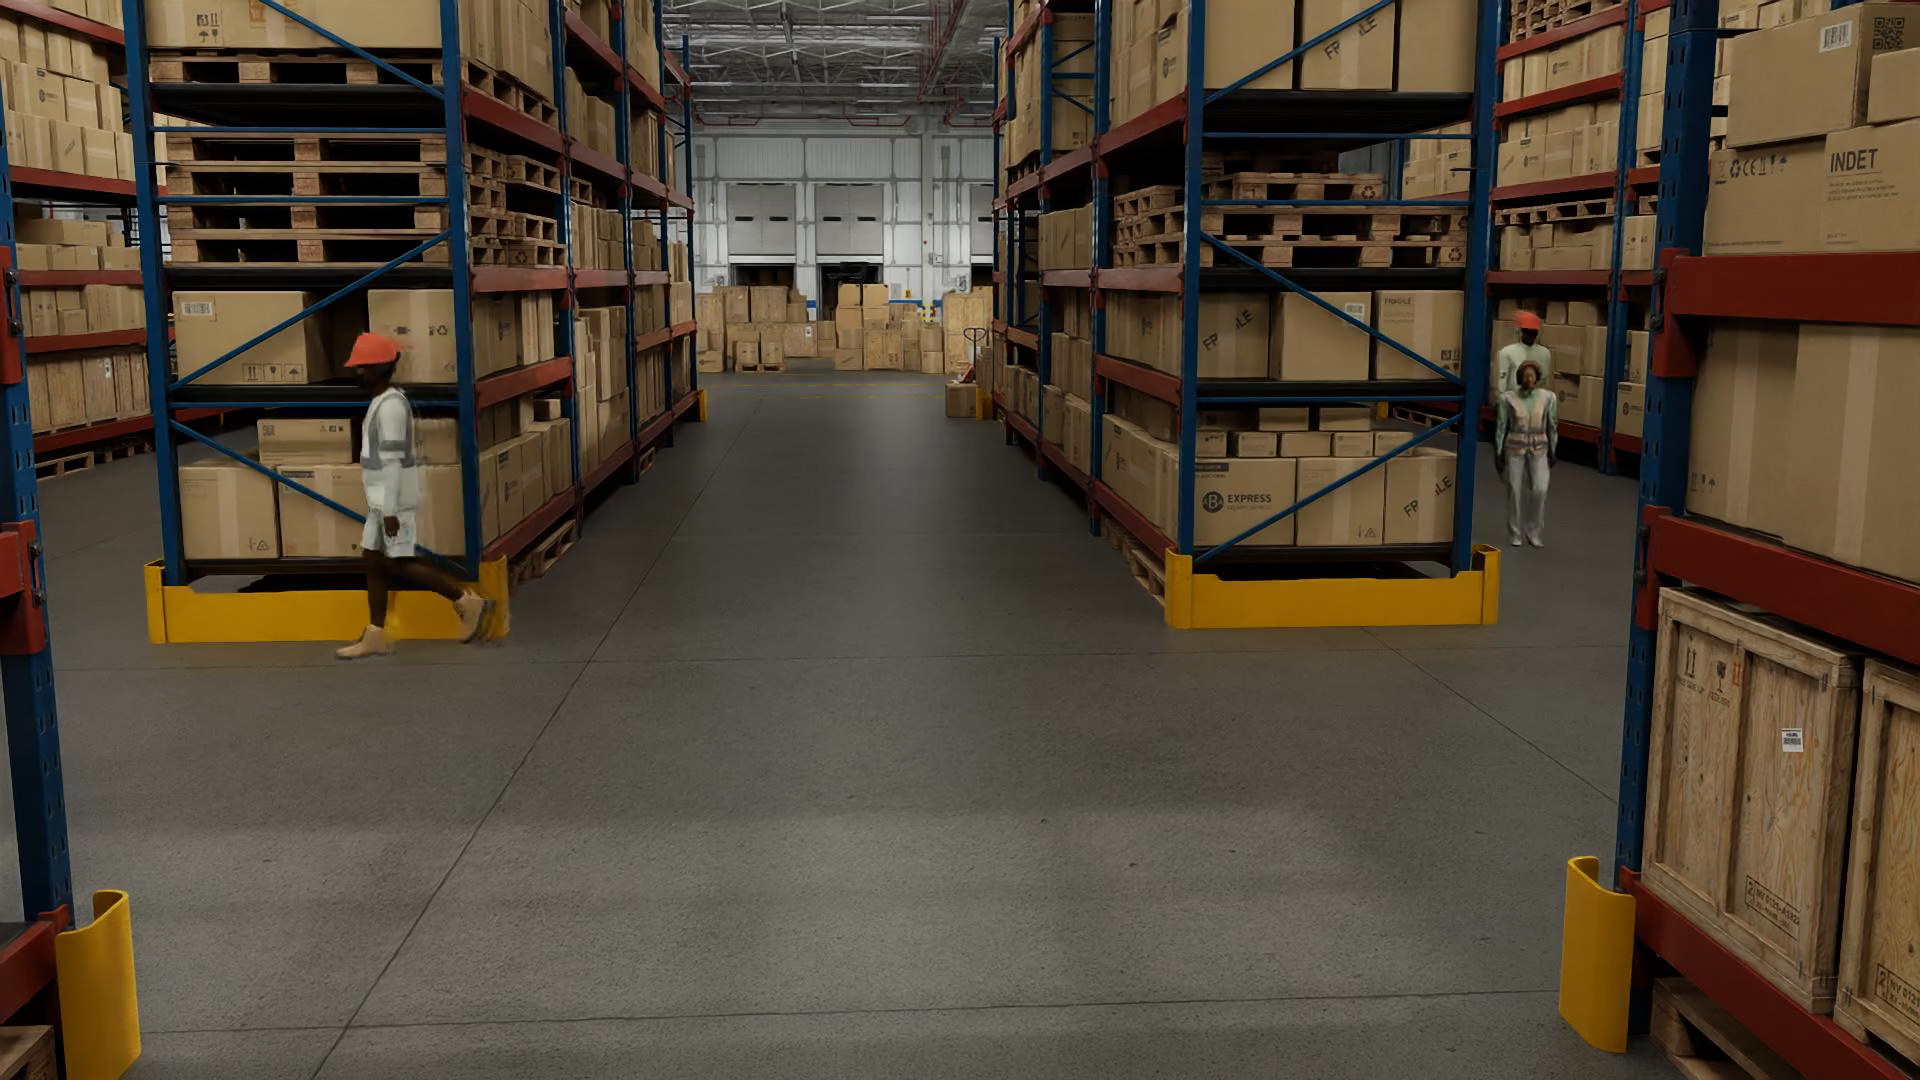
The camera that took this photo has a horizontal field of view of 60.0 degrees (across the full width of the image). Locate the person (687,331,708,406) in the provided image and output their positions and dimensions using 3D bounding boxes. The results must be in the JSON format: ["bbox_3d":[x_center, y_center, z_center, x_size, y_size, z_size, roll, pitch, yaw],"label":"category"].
[{"bbox_3d":[-4.994,-3.244,30.036,0.840,1.666,0.539,2,9,11],"label":"person"}]

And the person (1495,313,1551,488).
[{"bbox_3d":[6.267,-1.557,18.578,0.621,1.948,1.039,0,9,-1],"label":"person"}]

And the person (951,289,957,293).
[{"bbox_3d":[-0.177,-7.385,55.313,1.059,1.874,0.647,-3,9,-16],"label":"person"}]

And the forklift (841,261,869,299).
[{"bbox_3d":[-3.577,-8.167,57.109,1.129,2.768,1.873,4,10,25],"label":"forklift"}]

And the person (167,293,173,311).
[{"bbox_3d":[-29.666,-8.596,62.637,0.406,1.982,0.618,-3,10,-18],"label":"person"}]

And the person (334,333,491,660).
[{"bbox_3d":[-3.401,-0.269,10.232,0.865,2.021,0.611,-4,10,-26],"label":"person"}]

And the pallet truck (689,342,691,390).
[{"bbox_3d":[-5.225,-3.008,27.480,1.885,1.965,0.823,2,9,14],"label":"pallet truck"}]

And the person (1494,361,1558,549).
[{"bbox_3d":[4.880,-0.728,14.323,0.548,1.617,0.610,1,9,9],"label":"person"}]
